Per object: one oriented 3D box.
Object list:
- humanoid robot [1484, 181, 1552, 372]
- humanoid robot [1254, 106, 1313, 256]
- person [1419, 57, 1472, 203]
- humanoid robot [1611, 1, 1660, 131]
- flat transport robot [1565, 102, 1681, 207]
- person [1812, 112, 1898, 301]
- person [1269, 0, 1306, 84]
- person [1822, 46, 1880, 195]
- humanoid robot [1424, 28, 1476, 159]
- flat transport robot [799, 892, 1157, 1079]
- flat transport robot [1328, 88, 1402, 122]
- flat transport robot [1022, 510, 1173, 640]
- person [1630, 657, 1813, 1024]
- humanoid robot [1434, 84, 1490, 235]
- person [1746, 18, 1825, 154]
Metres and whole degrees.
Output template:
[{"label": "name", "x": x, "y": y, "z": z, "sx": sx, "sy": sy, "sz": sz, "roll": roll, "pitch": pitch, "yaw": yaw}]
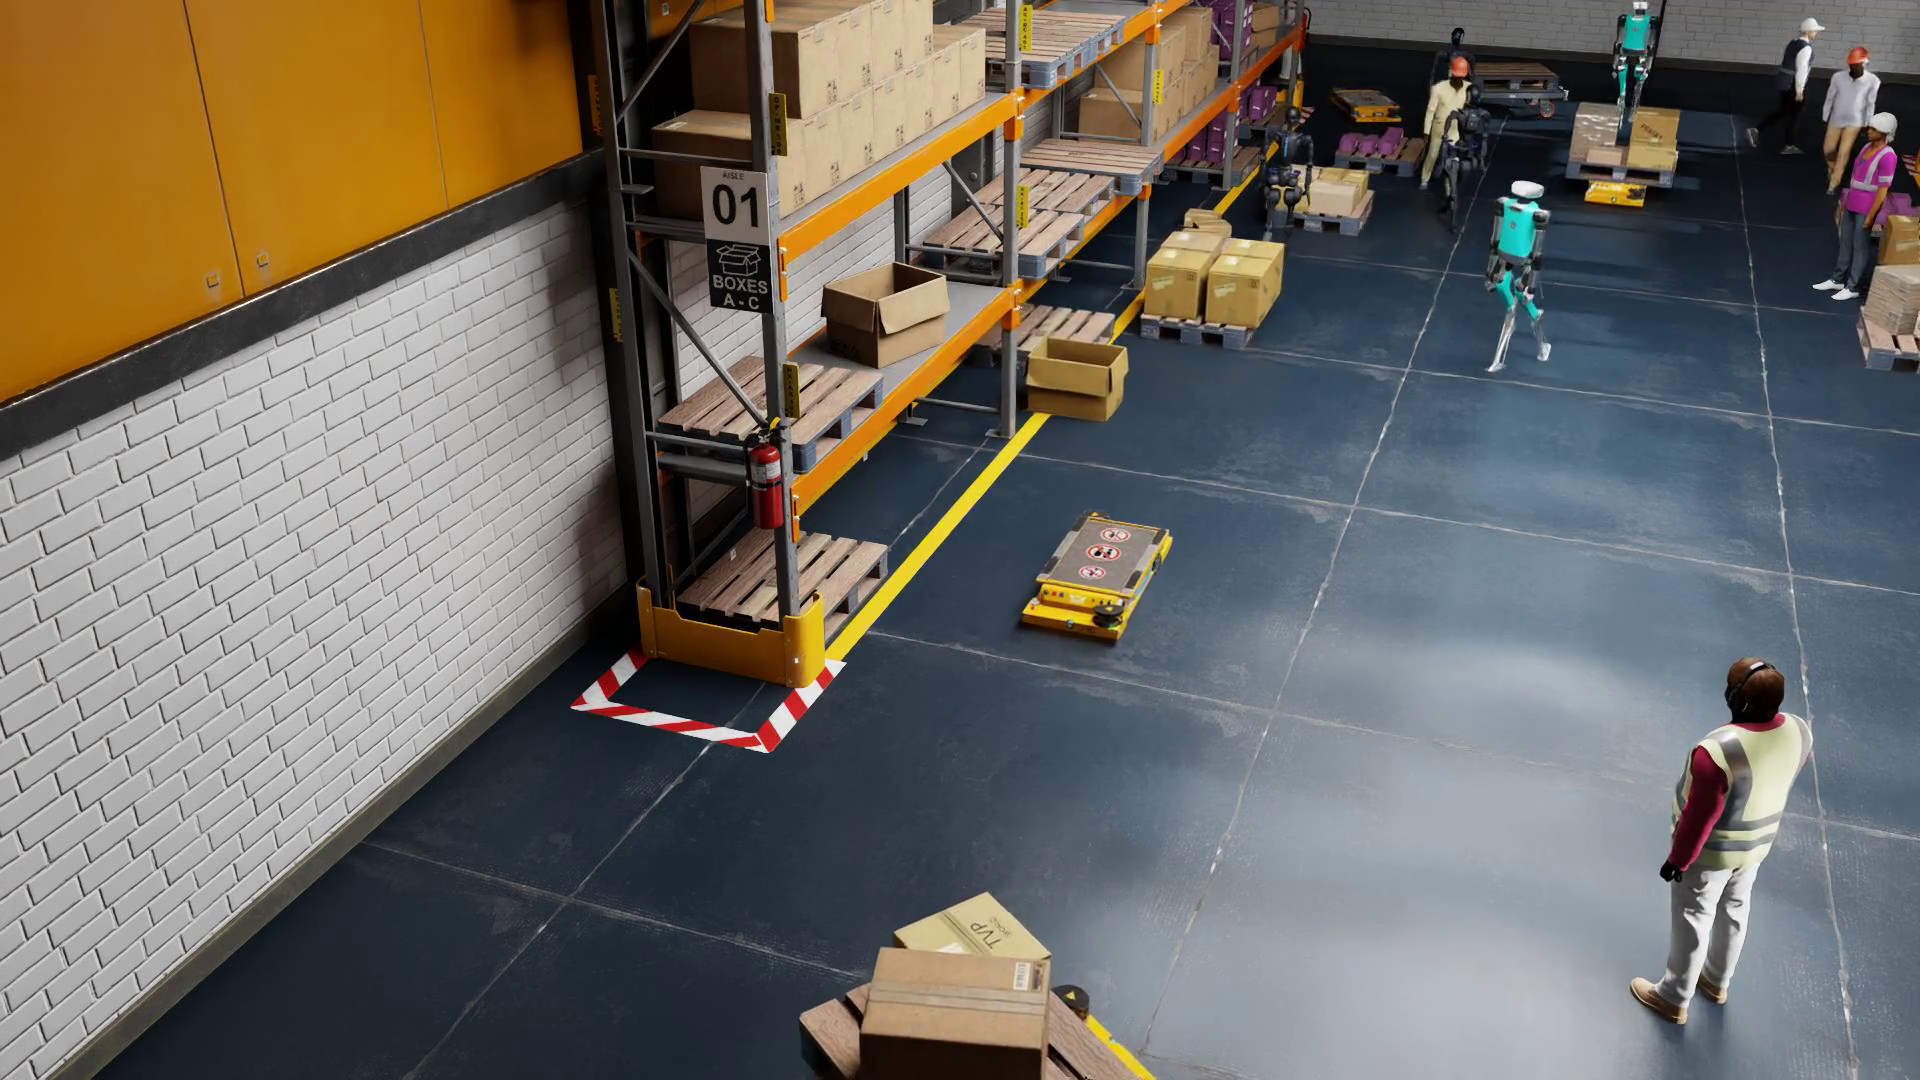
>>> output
[{"label": "humanoid robot", "x": 5.069, "y": -2.329, "z": 14.726, "sx": 0.889, "sy": 1.812, "sz": 0.561, "roll": -19, "pitch": 33, "yaw": -32}, {"label": "humanoid robot", "x": 3.396, "y": -3.724, "z": 17.512, "sx": 0.609, "sy": 1.654, "sz": 0.771, "roll": 10, "pitch": 29, "yaw": 18}, {"label": "person", "x": 5.761, "y": -4.892, "z": 19.686, "sx": 0.569, "sy": 1.690, "sz": 0.958, "roll": 1, "pitch": 27, "yaw": 2}, {"label": "humanoid robot", "x": 9.290, "y": -6.553, "z": 22.922, "sx": 0.532, "sy": 1.785, "sz": 1.037, "roll": 14, "pitch": 31, "yaw": 26}, {"label": "flat transport robot", "x": 7.976, "y": -4.329, "z": 20.148, "sx": 0.659, "sy": 0.231, "sz": 1.431, "roll": 11, "pitch": 29, "yaw": 20}, {"label": "person", "x": 8.888, "y": -3.291, "z": 16.412, "sx": 0.339, "sy": 1.847, "sz": 0.506, "roll": -2, "pitch": 27, "yaw": -4}, {"label": "person", "x": 5.052, "y": -7.895, "z": 25.258, "sx": 0.509, "sy": 1.934, "sz": 0.639, "roll": 13, "pitch": 30, "yaw": 23}, {"label": "person", "x": 10.658, "y": -5.066, "z": 19.981, "sx": 0.564, "sy": 1.729, "sz": 0.607, "roll": 20, "pitch": 33, "yaw": 34}, {"label": "humanoid robot", "x": 6.268, "y": -5.695, "z": 21.245, "sx": 0.599, "sy": 1.657, "sz": 0.315, "roll": 10, "pitch": 29, "yaw": 19}, {"label": "flat transport robot", "x": 0.097, "y": 2.407, "z": 7.081, "sx": 1.431, "sy": 0.231, "sz": 0.659, "roll": -17, "pitch": 32, "yaw": -29}, {"label": "flat transport robot", "x": 5.792, "y": -6.228, "z": 23.830, "sx": 0.659, "sy": 0.231, "sz": 1.431, "roll": -2, "pitch": 27, "yaw": -4}, {"label": "flat transport robot", "x": 0.959, "y": 0.218, "z": 11.328, "sx": 0.659, "sy": 0.231, "sz": 1.431, "roll": 10, "pitch": 29, "yaw": 18}, {"label": "person", "x": 3.385, "y": 1.341, "z": 7.433, "sx": 0.633, "sy": 1.841, "sz": 0.429, "roll": -13, "pitch": 30, "yaw": -23}, {"label": "humanoid robot", "x": 5.578, "y": -4.279, "z": 18.594, "sx": 0.589, "sy": 1.645, "sz": 0.806, "roll": -6, "pitch": 28, "yaw": -11}, {"label": "person", "x": 10.742, "y": -5.877, "z": 21.547, "sx": 0.678, "sy": 1.739, "sz": 0.757, "roll": 4, "pitch": 27, "yaw": 7}]
